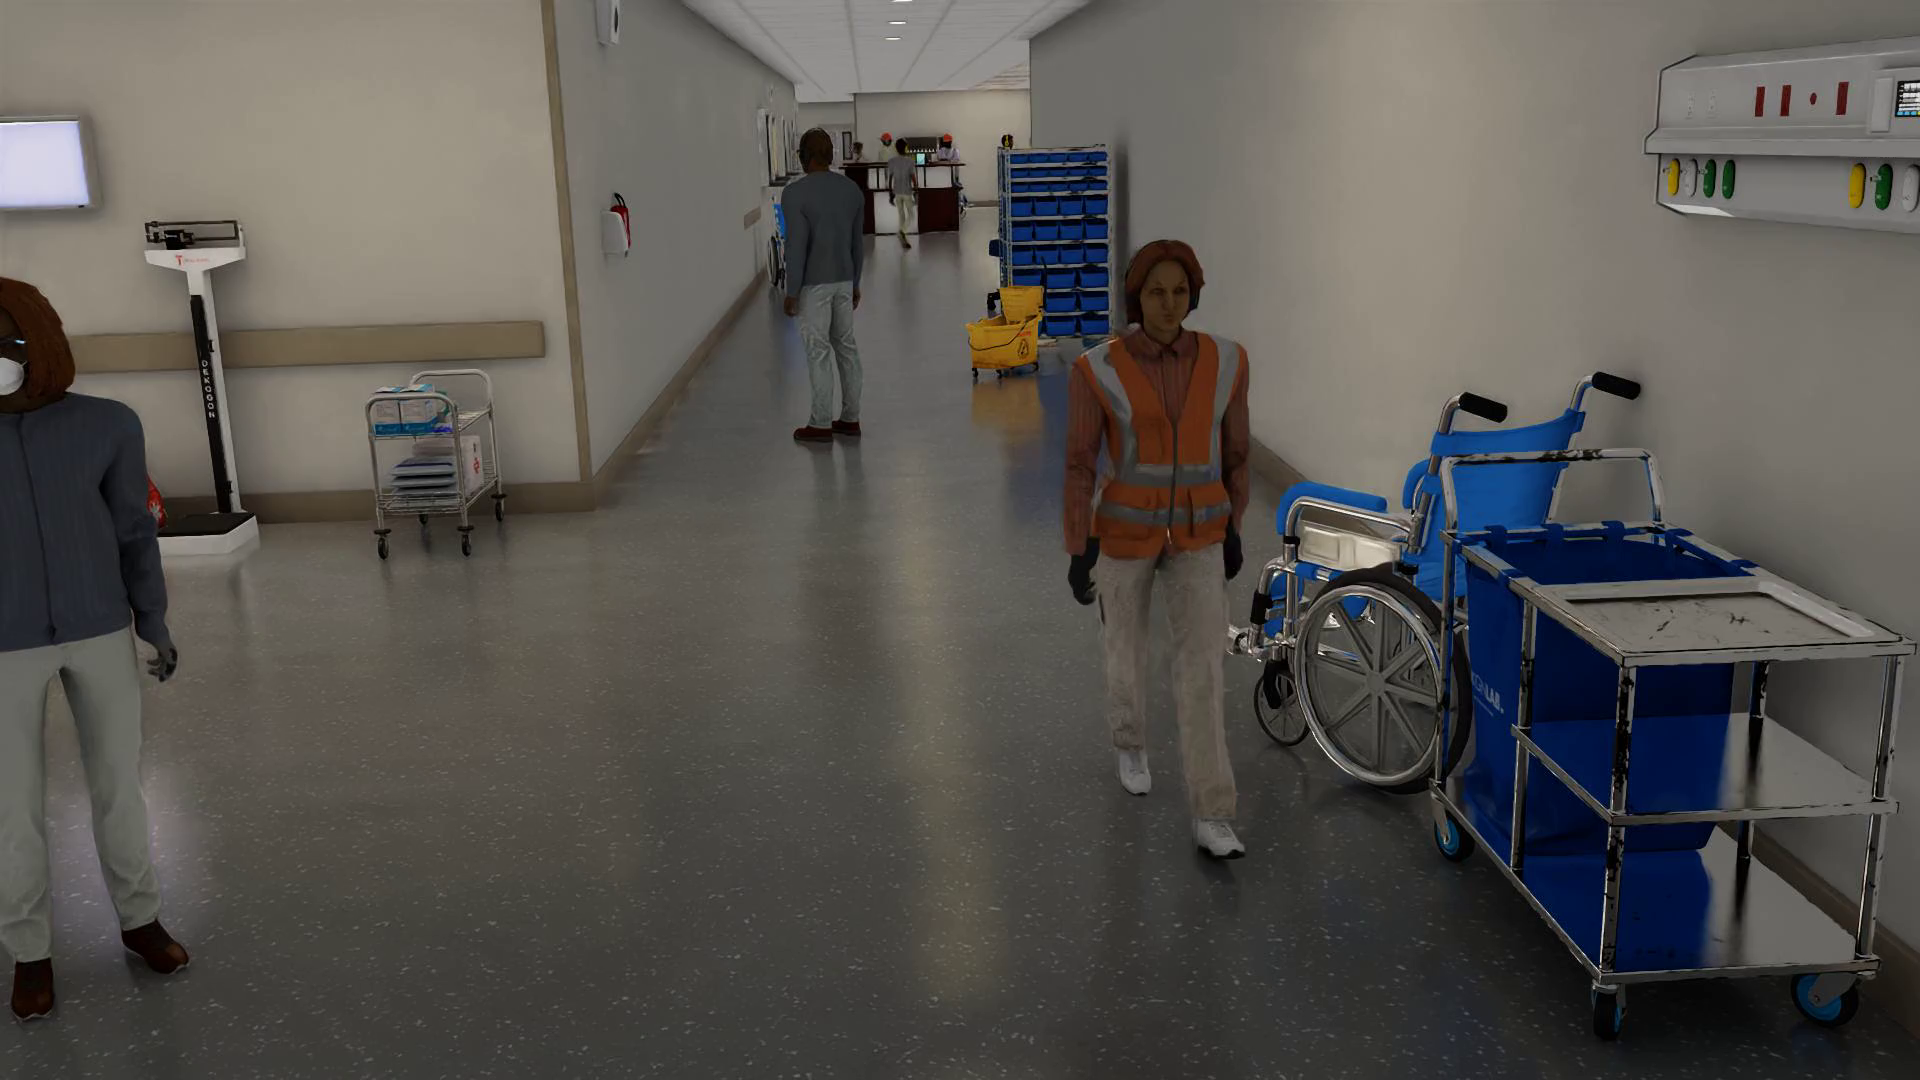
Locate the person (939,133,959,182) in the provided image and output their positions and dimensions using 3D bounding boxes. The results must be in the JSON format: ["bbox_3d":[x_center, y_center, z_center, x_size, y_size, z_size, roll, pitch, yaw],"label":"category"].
[{"bbox_3d":[-0.270,-8.935,40.574,0.545,1.929,0.390,5,15,27],"label":"person"}]

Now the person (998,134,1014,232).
[{"bbox_3d":[0.889,-6.906,32.244,0.331,1.862,0.506,0,14,6],"label":"person"}]

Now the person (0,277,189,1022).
[{"bbox_3d":[-2.013,0.236,3.703,0.501,1.631,0.287,-13,17,-38],"label":"person"}]

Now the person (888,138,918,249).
[{"bbox_3d":[-0.964,-5.824,28.019,0.542,1.856,0.529,3,15,19],"label":"person"}]

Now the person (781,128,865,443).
[{"bbox_3d":[-0.855,-1.582,10.403,0.365,1.939,0.636,11,18,41],"label":"person"}]

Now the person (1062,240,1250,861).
[{"bbox_3d":[0.531,0.008,4.418,0.534,1.584,0.877,-3,14,-6],"label":"person"}]
